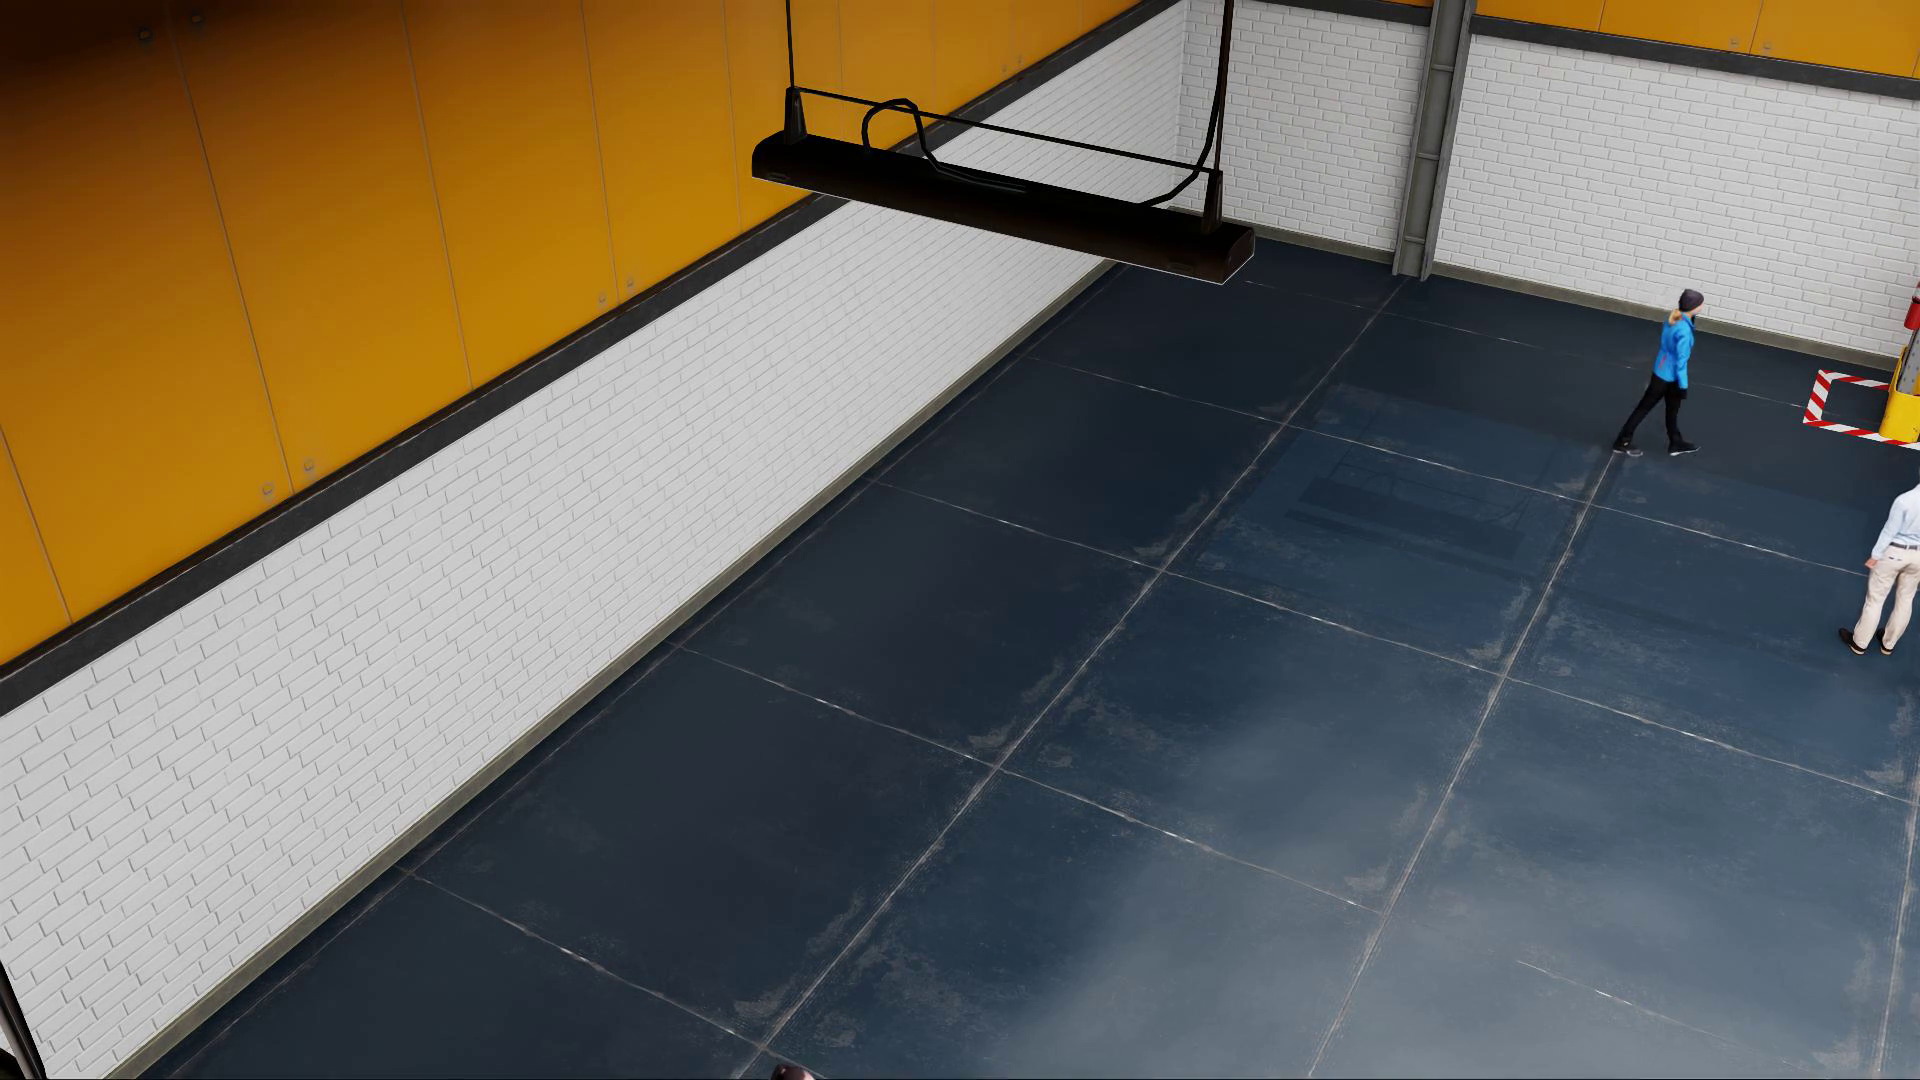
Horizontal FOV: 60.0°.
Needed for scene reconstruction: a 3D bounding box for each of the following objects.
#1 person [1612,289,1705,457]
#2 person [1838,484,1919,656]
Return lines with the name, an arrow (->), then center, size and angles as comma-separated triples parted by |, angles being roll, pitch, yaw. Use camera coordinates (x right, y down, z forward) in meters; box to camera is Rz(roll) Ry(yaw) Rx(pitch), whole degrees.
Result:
person -> 6.586, -1.552, 15.762 | 1.104, 1.761, 0.815 | 8, 34, 12
person -> 7.466, 0.118, 13.171 | 0.701, 1.848, 0.806 | 1, 34, 2
